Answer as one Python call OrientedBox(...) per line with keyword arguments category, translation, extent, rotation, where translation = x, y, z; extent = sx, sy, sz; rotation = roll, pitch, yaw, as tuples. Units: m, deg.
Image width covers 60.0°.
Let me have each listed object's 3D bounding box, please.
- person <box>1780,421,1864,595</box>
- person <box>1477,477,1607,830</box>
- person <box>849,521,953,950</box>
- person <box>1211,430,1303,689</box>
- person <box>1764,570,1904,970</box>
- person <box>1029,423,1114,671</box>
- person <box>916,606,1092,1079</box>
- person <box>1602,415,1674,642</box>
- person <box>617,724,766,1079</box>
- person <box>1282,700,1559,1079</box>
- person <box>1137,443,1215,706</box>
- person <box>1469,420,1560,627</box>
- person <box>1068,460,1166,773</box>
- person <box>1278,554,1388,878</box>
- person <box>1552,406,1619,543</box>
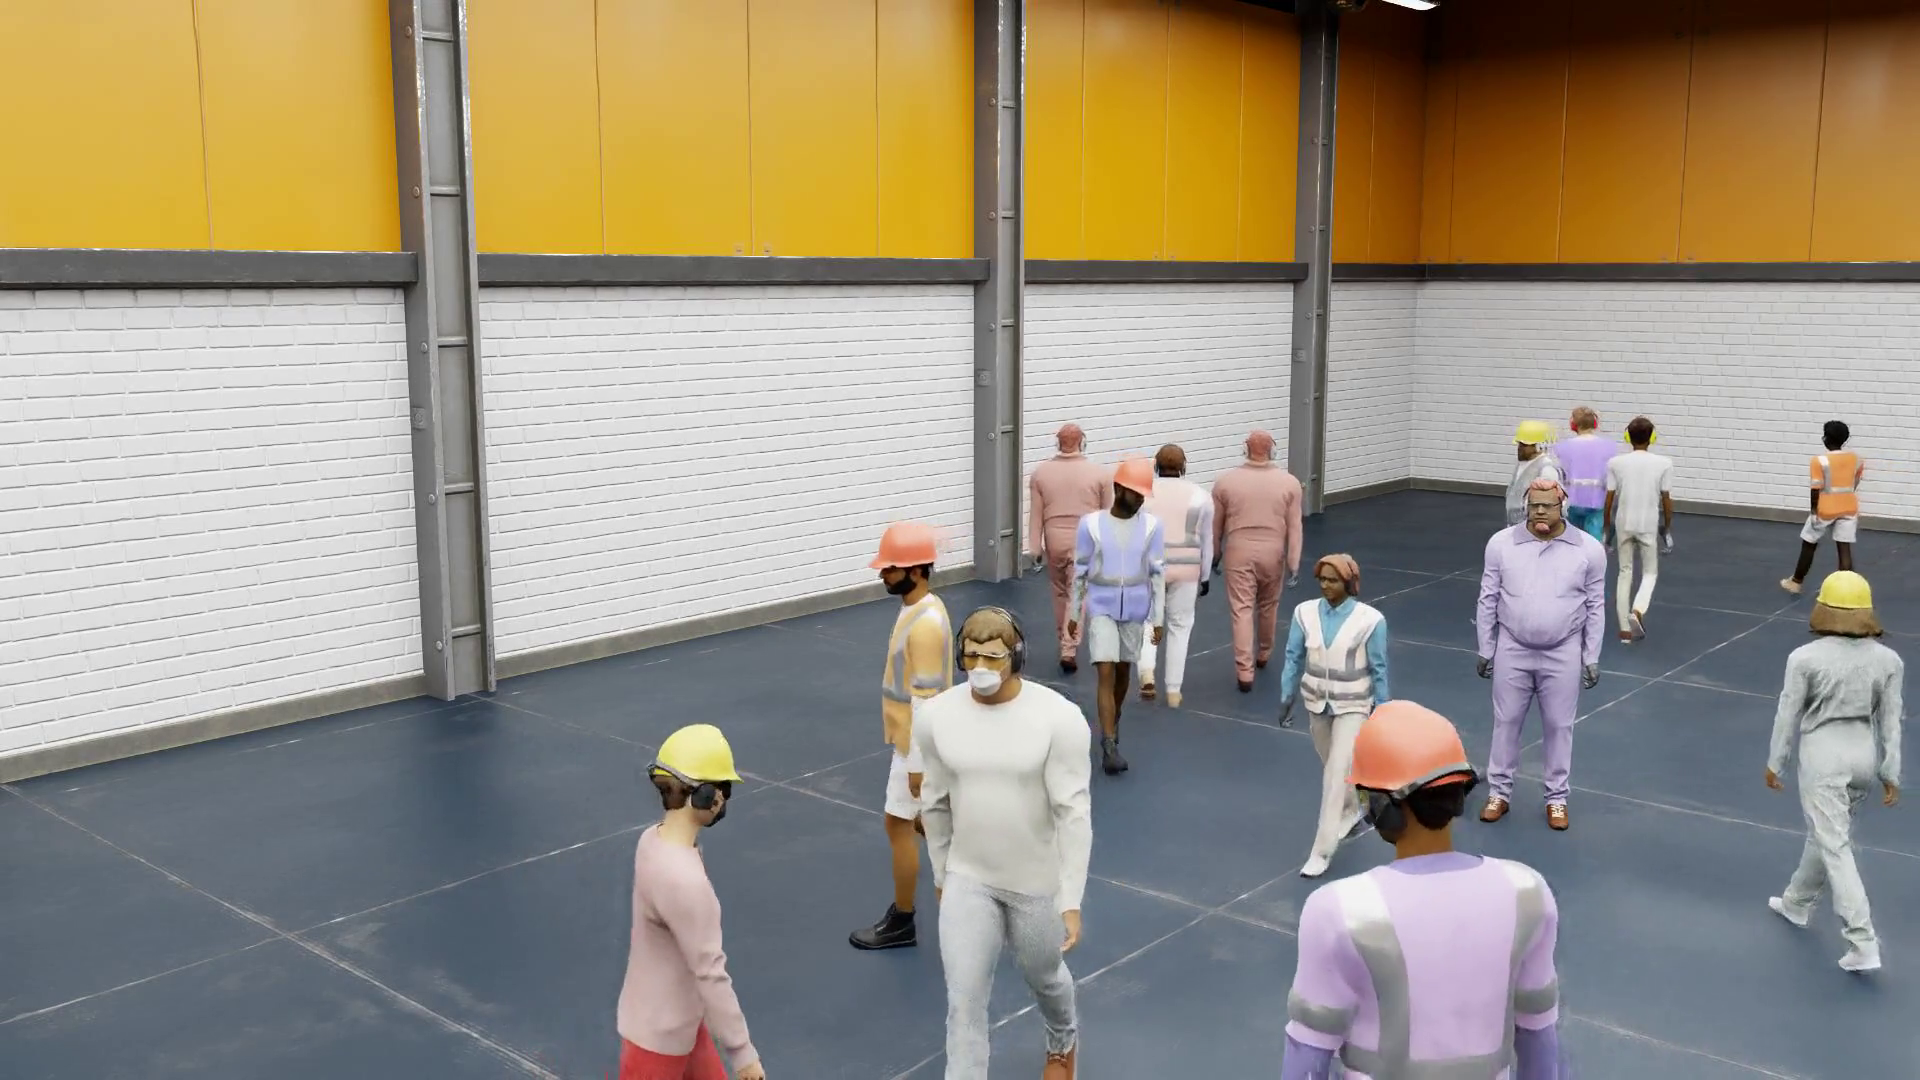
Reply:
OrientedBox(category="person", translation=(7.936, -0.266, 15.225), extent=(0.540, 1.661, 0.749), rotation=(-1, 9, -5))
OrientedBox(category="person", translation=(3.116, 0.607, 8.968), extent=(0.654, 1.906, 0.406), rotation=(4, 10, 22))
OrientedBox(category="person", translation=(-0.148, 0.861, 7.313), extent=(0.647, 1.922, 0.567), rotation=(-1, 9, -3))
OrientedBox(category="person", translation=(2.161, 0.116, 12.202), extent=(0.661, 1.850, 1.011), rotation=(1, 9, 8))
OrientedBox(category="person", translation=(3.845, 0.980, 7.275), extent=(0.493, 1.698, 0.917), rotation=(0, 9, -3))
OrientedBox(category="person", translation=(0.849, 0.041, 12.672), extent=(0.644, 1.865, 0.967), rotation=(3, 10, 20))
OrientedBox(category="person", translation=(0.173, 1.137, 5.717), extent=(0.661, 1.899, 1.011), rotation=(3, 10, 19))
OrientedBox(category="person", translation=(5.457, -0.074, 13.399), extent=(0.554, 1.855, 0.466), rotation=(5, 10, 28))
OrientedBox(category="person", translation=(-0.760, 1.378, 4.752), extent=(0.930, 1.698, 0.542), rotation=(-2, 9, -14))
OrientedBox(category="person", translation=(1.049, 1.375, 3.788), extent=(0.641, 2.020, 0.564), rotation=(-3, 9, -17))
OrientedBox(category="person", translation=(1.434, 0.243, 11.517), extent=(0.637, 1.833, 0.432), rotation=(2, 9, 10))
OrientedBox(category="person", translation=(4.846, -0.132, 14.055), extent=(0.963, 1.783, 0.614), rotation=(0, 9, -3))
OrientedBox(category="person", translation=(0.969, 0.430, 10.206), extent=(0.578, 1.874, 1.006), rotation=(-1, 9, -4))
OrientedBox(category="person", translation=(1.918, 0.840, 8.486), extent=(0.531, 1.592, 0.885), rotation=(7, 12, 39))
OrientedBox(category="person", translation=(5.568, -0.285, 14.850), extent=(0.578, 1.814, 0.591), rotation=(3, 9, 17))
